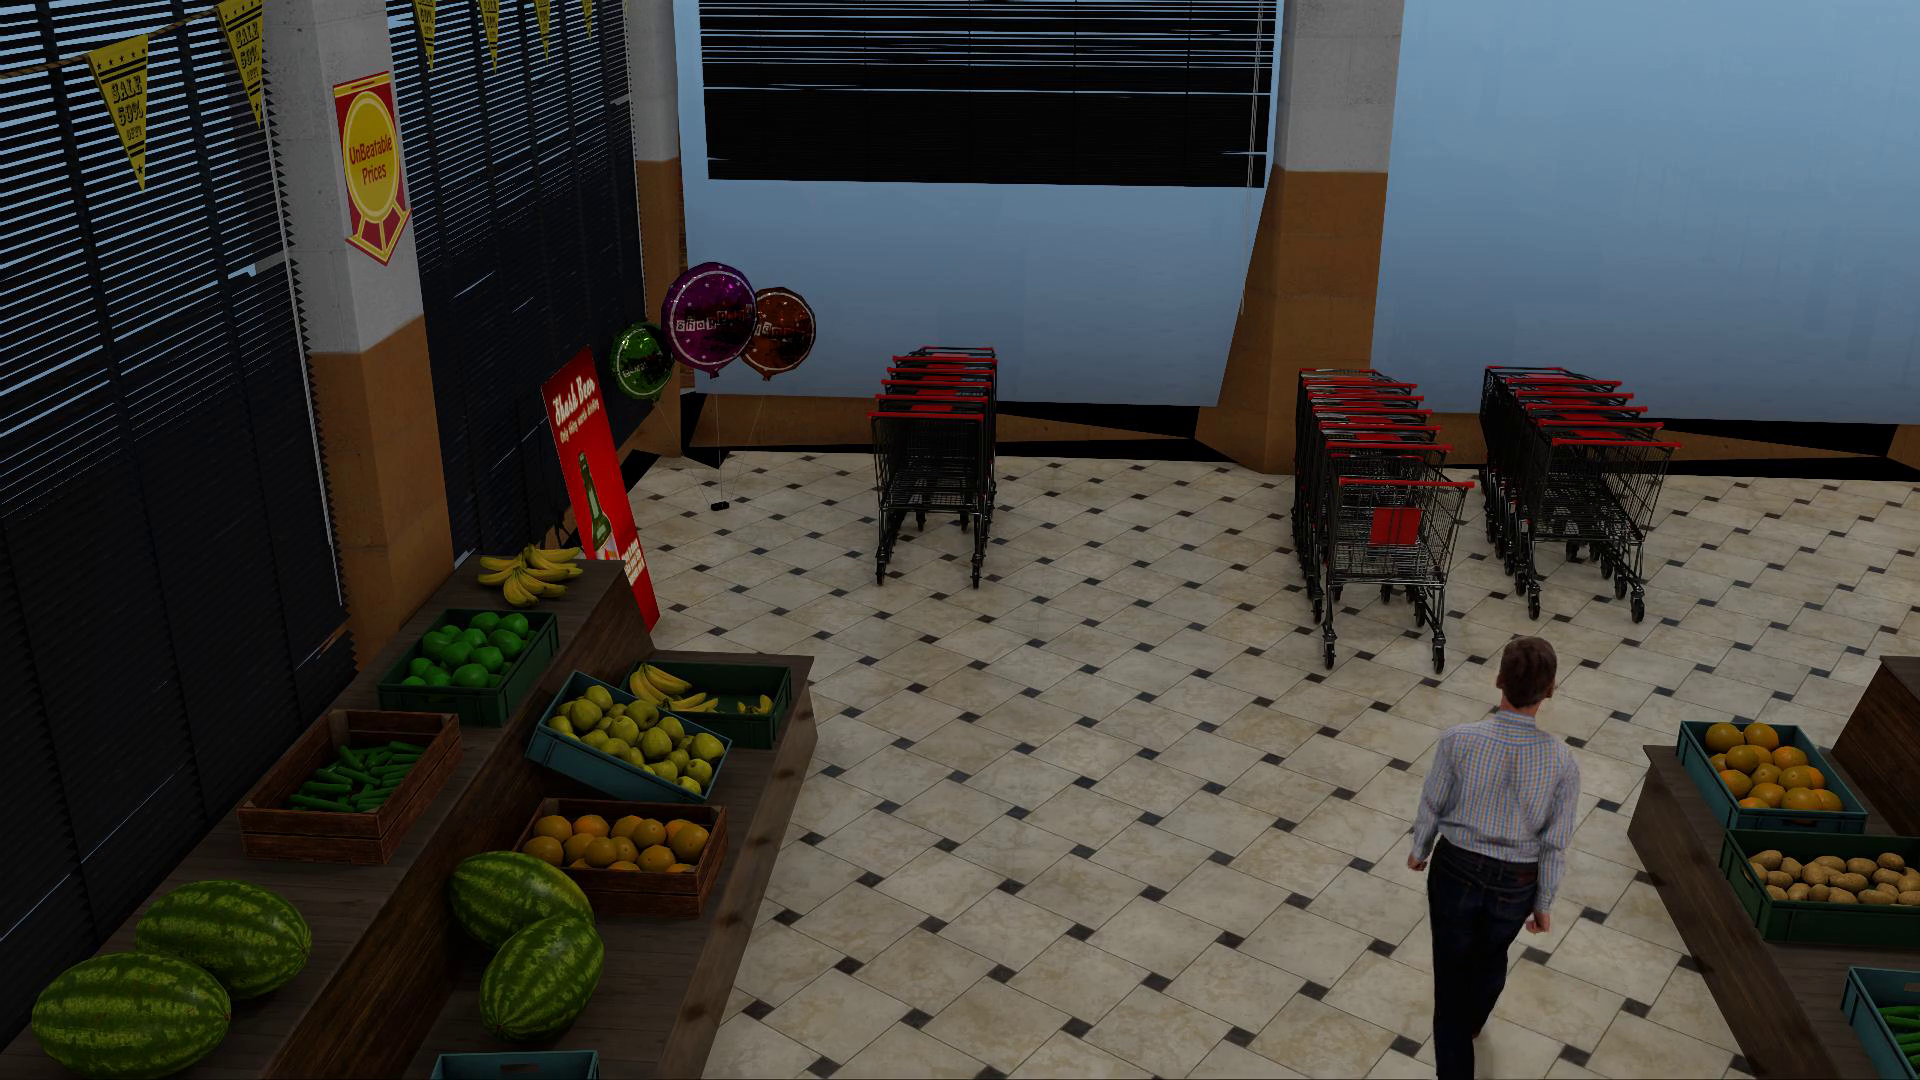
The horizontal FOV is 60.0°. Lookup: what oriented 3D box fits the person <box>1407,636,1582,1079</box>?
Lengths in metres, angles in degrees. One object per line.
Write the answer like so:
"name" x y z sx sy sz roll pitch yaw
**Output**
"person" 1.792 1.222 5.702 0.780 1.774 1.219 5 22 13
